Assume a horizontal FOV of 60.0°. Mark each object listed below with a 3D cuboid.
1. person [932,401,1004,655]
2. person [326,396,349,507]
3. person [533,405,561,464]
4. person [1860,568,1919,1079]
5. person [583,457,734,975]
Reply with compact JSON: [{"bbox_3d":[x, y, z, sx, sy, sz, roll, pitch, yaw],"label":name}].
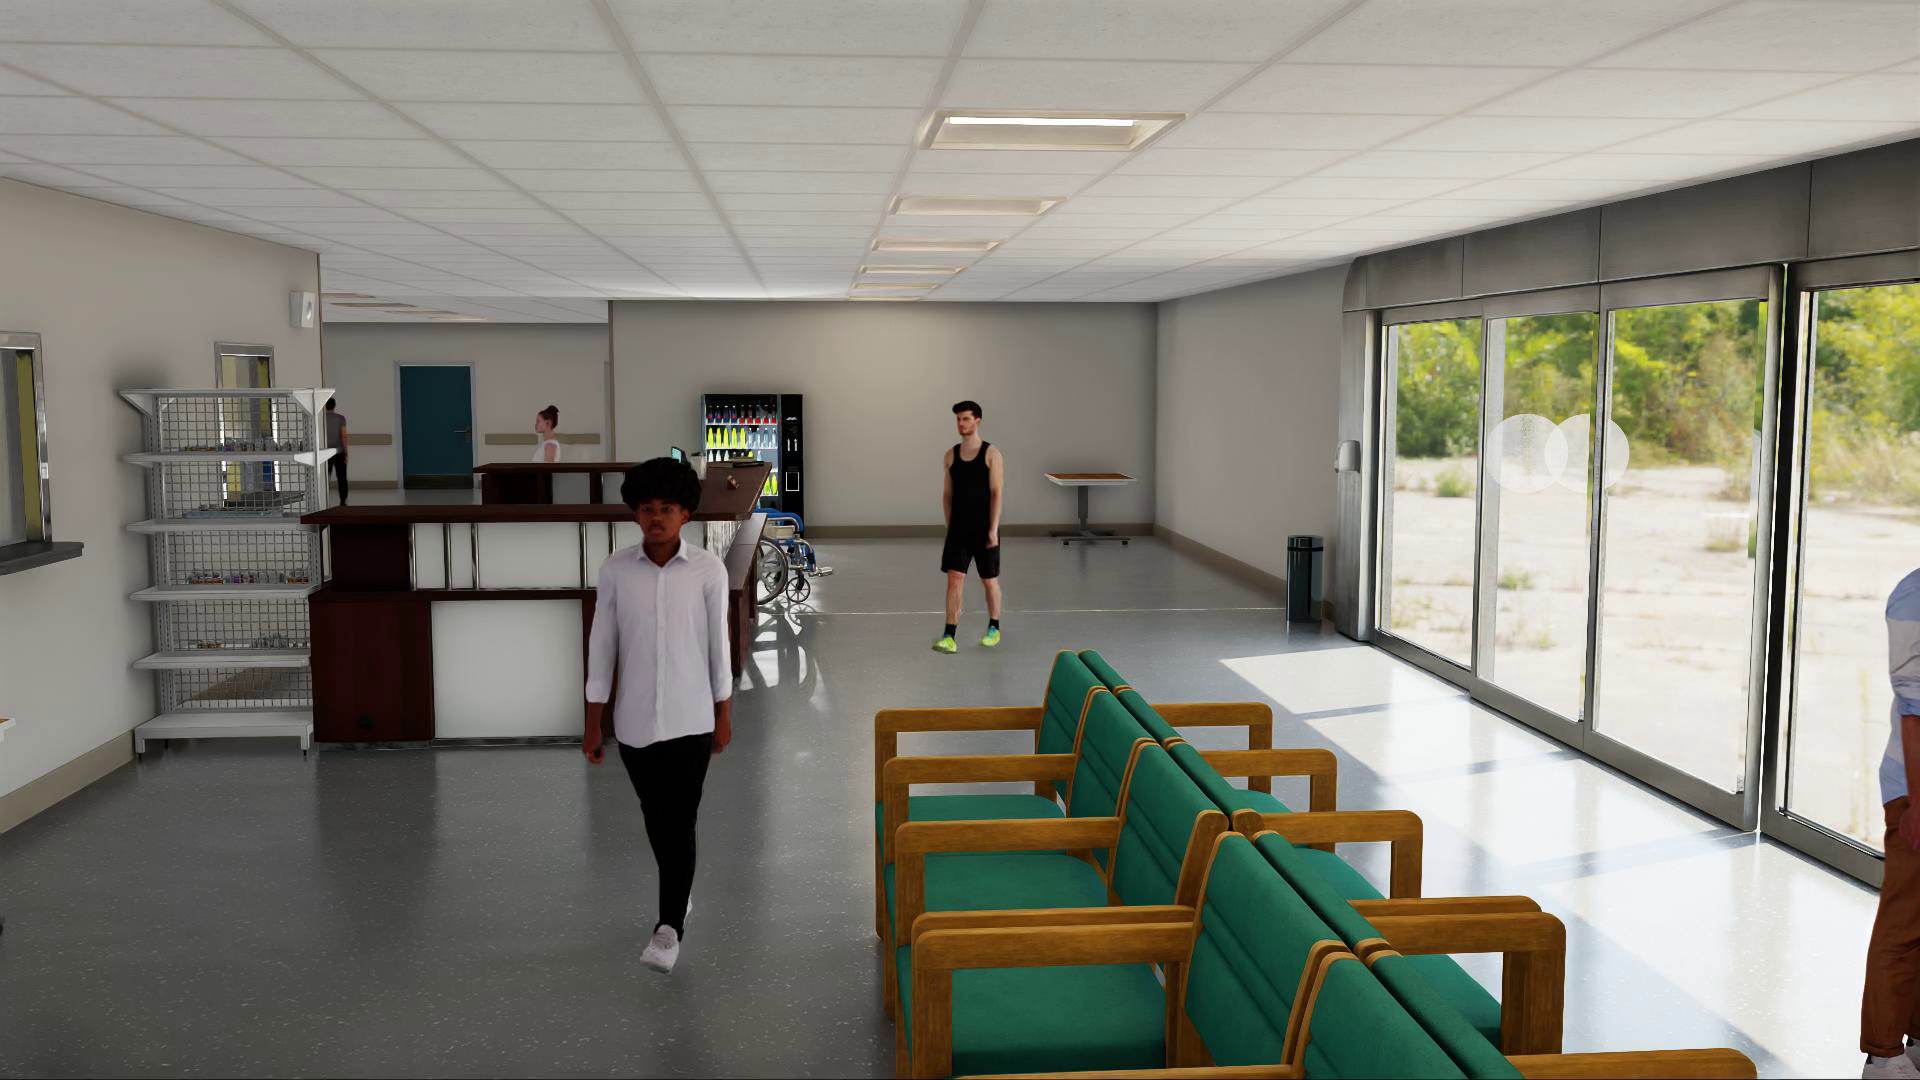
[{"bbox_3d":[0.147,-0.067,12.378,1.214,1.838,1.077,2,6,21],"label":"person"},{"bbox_3d":[-9.444,-1.279,24.966,1.048,1.729,0.778,-1,6,-12],"label":"person"},{"bbox_3d":[-3.720,-0.339,15.410,1.070,1.772,0.826,-3,6,-27],"label":"person"},{"bbox_3d":[2.864,0.699,4.828,0.681,1.825,0.827,-4,7,-33],"label":"person"},{"bbox_3d":[-1.061,0.619,5.990,1.093,1.752,0.774,0,6,1],"label":"person"}]
